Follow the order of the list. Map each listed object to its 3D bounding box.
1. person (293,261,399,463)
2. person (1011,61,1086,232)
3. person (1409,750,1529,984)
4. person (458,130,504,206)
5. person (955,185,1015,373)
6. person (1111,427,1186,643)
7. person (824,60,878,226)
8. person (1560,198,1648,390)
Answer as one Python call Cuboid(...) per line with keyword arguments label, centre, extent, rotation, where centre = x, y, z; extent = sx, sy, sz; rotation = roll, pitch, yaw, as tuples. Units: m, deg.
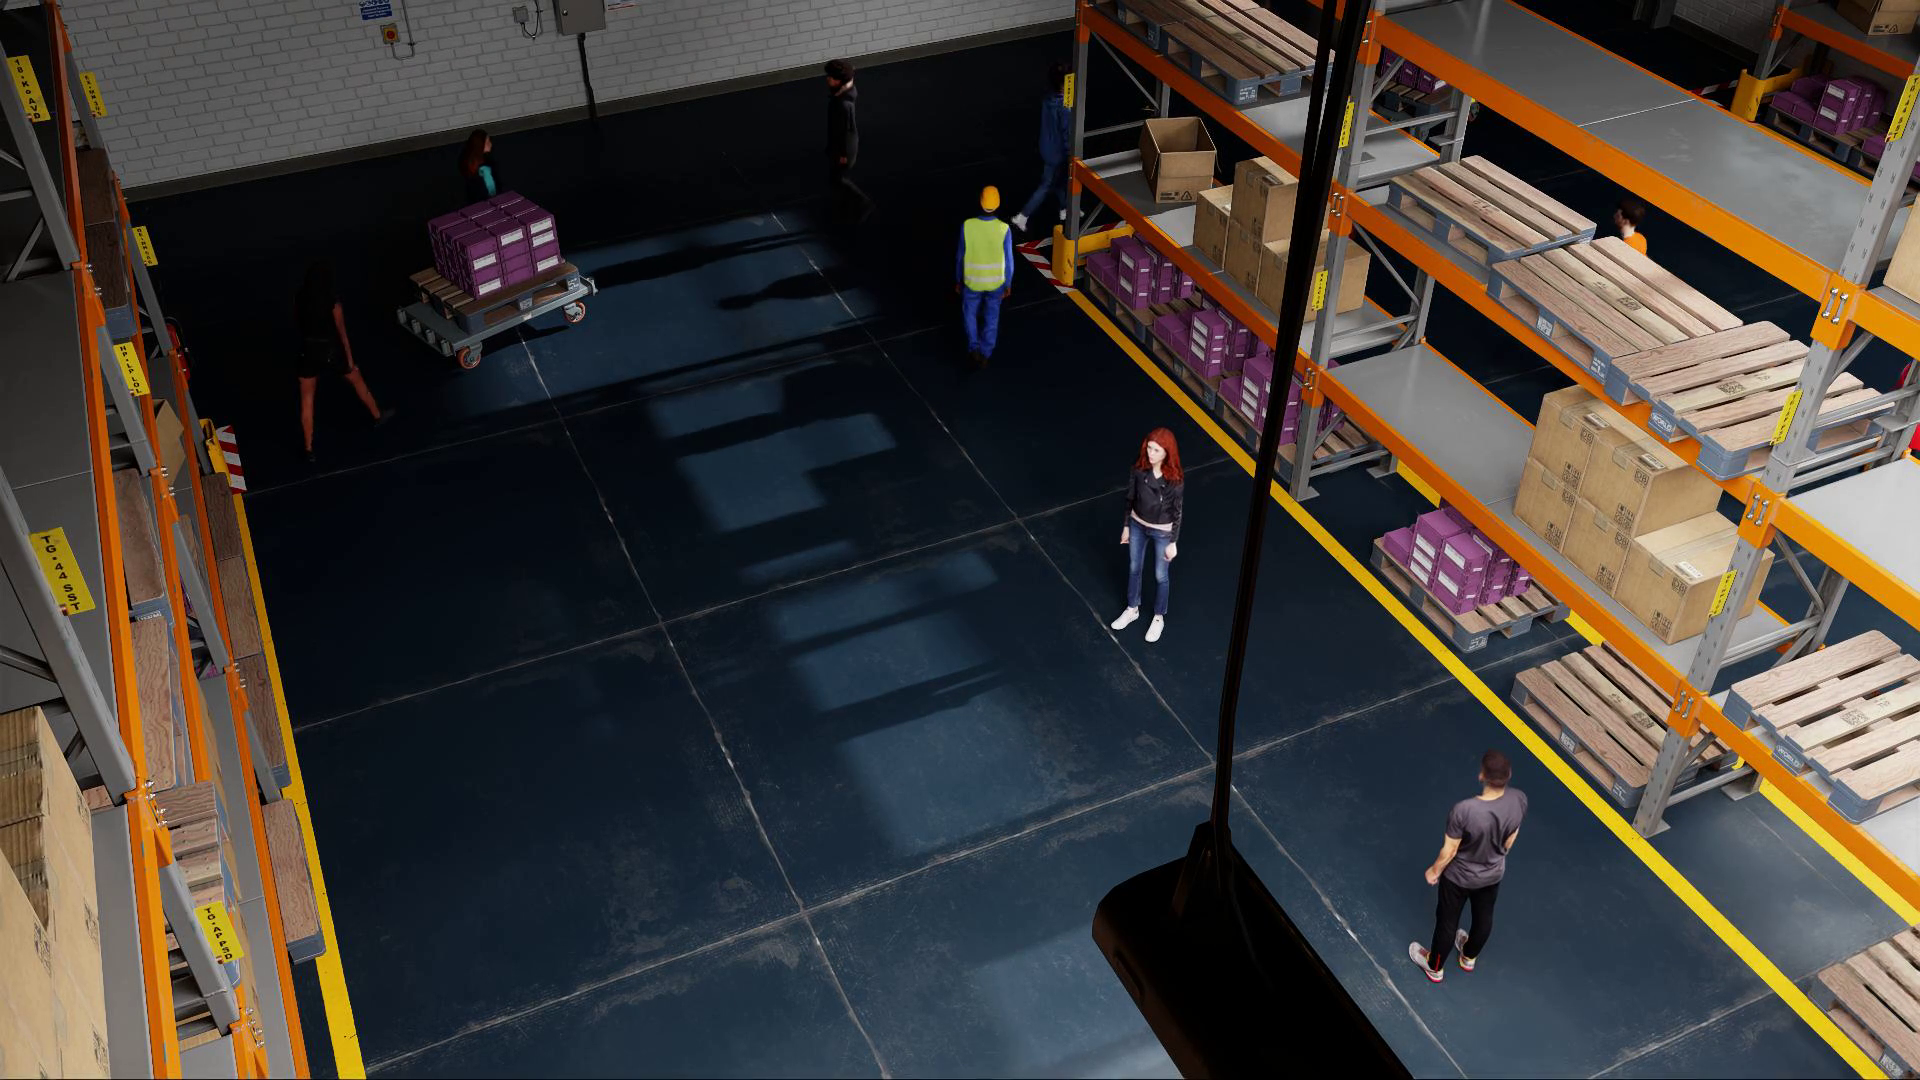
Cuboid(label="person", centre=(-5.286, -1.433, 13.734), extent=(1.123, 1.675, 1.247), rotation=(0, 39, -1))
Cuboid(label="person", centre=(0.884, -3.922, 16.776), extent=(0.740, 1.769, 1.059), rotation=(-16, 41, -19))
Cuboid(label="person", centre=(2.935, 1.880, 9.518), extent=(0.675, 1.760, 0.602), rotation=(-10, 40, -12))
Cuboid(label="person", centre=(-4.657, -3.255, 16.175), extent=(0.648, 1.477, 0.873), rotation=(-19, 42, -22))
Cuboid(label="person", centre=(0.198, -2.247, 14.651), extent=(0.875, 1.804, 0.984), rotation=(0, 39, 0))
Cuboid(label="person", centre=(1.373, -0.047, 11.910), extent=(0.641, 1.787, 0.731), rotation=(20, 43, 23))
Cuboid(label="person", centre=(-1.107, -4.000, 16.881), extent=(0.846, 1.760, 0.832), rotation=(-2, 39, -3))
Cuboid(label="person", centre=(5.683, -2.022, 14.316), extent=(0.757, 1.871, 0.774), rotation=(-31, 48, -33))
